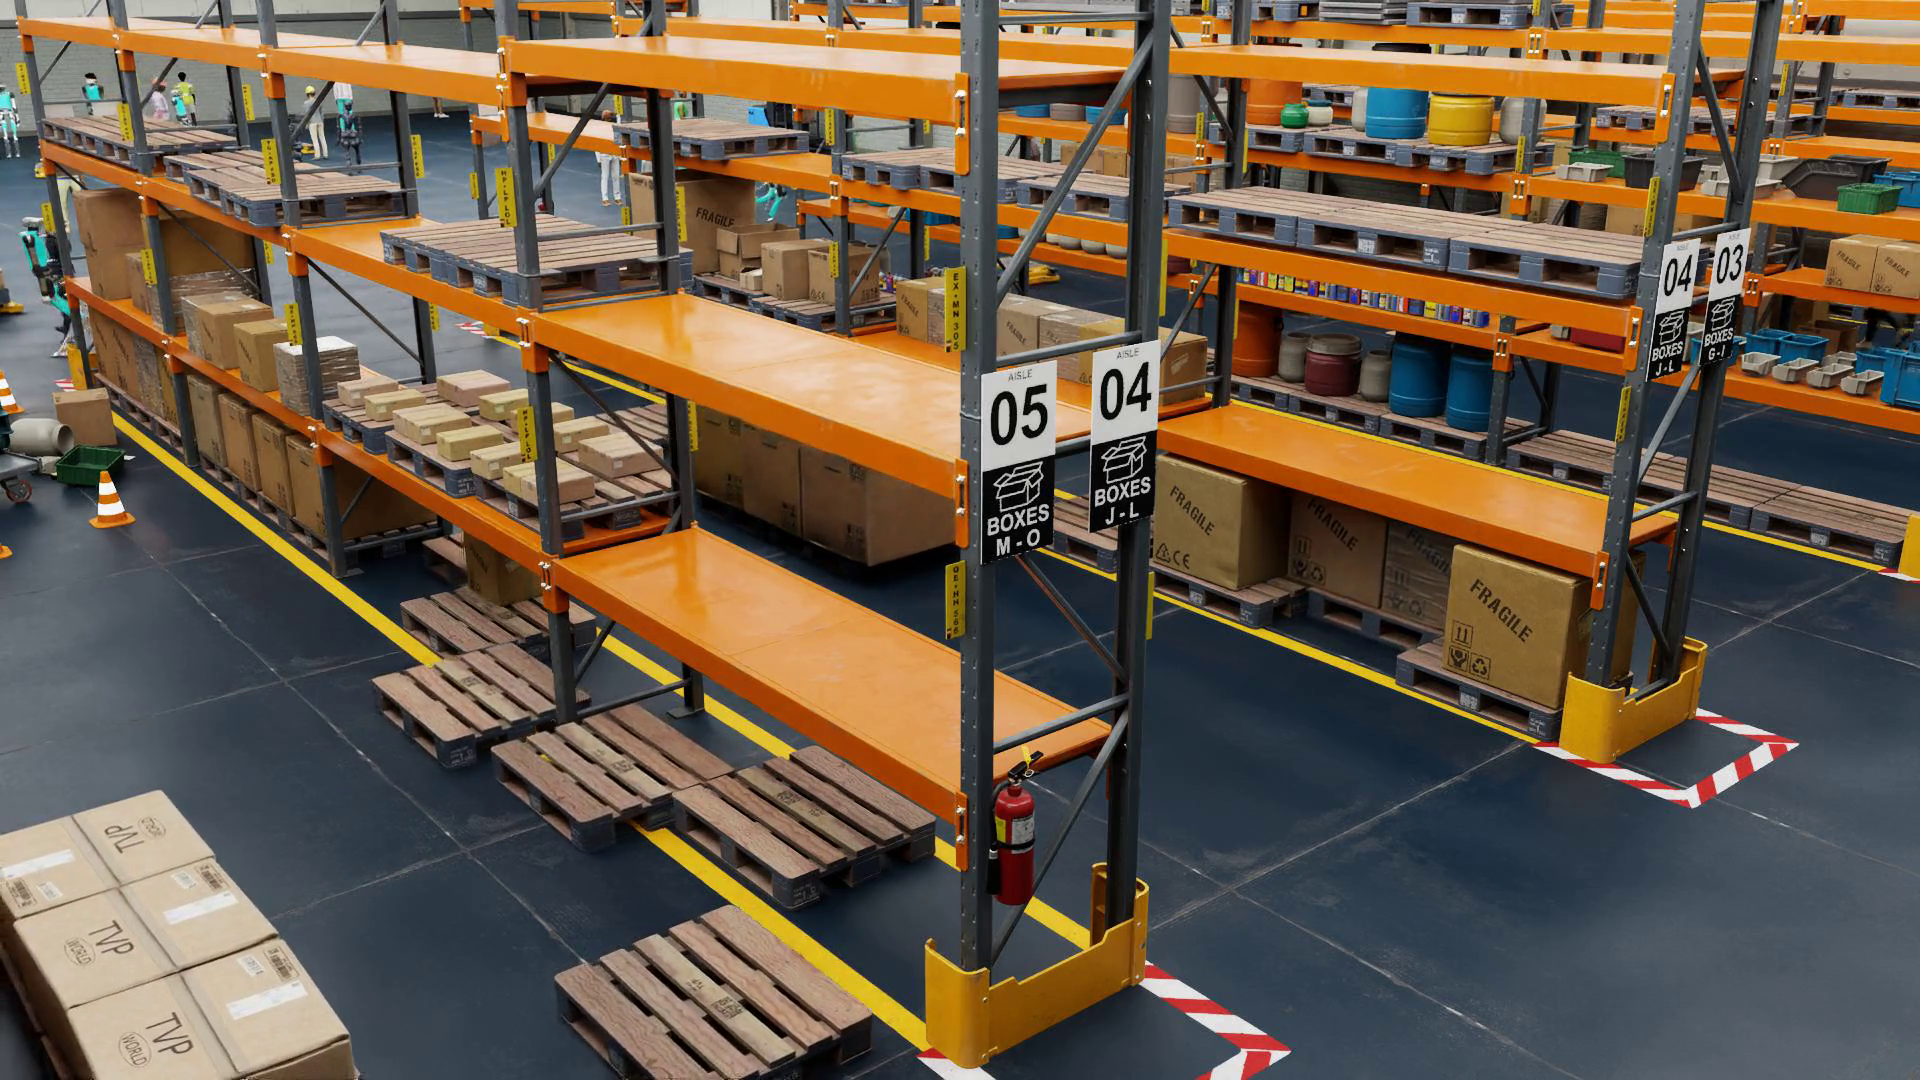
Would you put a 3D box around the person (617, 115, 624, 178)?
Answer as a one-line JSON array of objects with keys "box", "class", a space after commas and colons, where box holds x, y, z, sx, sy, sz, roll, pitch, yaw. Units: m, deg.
[{"box": [-7.572, -9.138, 37.505, 0.377, 1.888, 0.572, 4, 20, 12], "class": "person"}]

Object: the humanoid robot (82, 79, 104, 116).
[{"box": [-22.772, -11.362, 44.151, 0.546, 1.759, 0.998, -1, 19, -4], "class": "humanoid robot"}]

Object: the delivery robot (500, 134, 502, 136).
[{"box": [-13.055, -11.557, 46.425, 0.499, 0.614, 0.815, -12, 23, -31], "class": "delivery robot"}]

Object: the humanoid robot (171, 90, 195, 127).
[{"box": [-18.313, -9.791, 39.675, 0.732, 1.846, 0.543, -2, 19, -6], "class": "humanoid robot"}]

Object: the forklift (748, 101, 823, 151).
[{"box": [-4.526, -11.368, 42.374, 1.129, 2.768, 1.873, -15, 24, -37], "class": "forklift"}]

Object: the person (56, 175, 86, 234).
[{"box": [-16.060, -6.476, 29.921, 0.543, 1.890, 0.384, -13, 23, -32], "class": "person"}]

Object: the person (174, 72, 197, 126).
[{"box": [-21.722, -12.265, 46.684, 0.530, 1.697, 0.321, -11, 22, -28], "class": "person"}]

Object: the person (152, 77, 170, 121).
[{"box": [-19.353, -10.167, 40.238, 0.844, 2.010, 0.610, -6, 20, -17], "class": "person"}]

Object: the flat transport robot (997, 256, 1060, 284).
[{"box": [0.855, -4.196, 25.879, 0.659, 0.231, 1.431, -13, 23, -33], "class": "flat transport robot"}]

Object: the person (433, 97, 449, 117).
[{"box": [-16.203, -14.054, 51.509, 0.498, 1.878, 0.401, 16, 25, 38], "class": "person"}]

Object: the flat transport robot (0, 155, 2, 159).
[{"box": [-24.062, -9.236, 40.223, 1.431, 0.231, 0.659, -5, 20, -14], "class": "flat transport robot"}]

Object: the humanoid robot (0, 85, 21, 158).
[{"box": [-23.562, -10.316, 41.072, 0.565, 1.749, 0.857, -7, 20, -18], "class": "humanoid robot"}]

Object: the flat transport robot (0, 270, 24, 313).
[{"box": [-13.858, -3.190, 23.015, 0.659, 0.231, 1.431, 16, 25, 38], "class": "flat transport robot"}]

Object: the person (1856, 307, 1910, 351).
[{"box": [11.651, -3.188, 20.867, 0.538, 1.686, 0.535, -17, 26, -40], "class": "person"}]

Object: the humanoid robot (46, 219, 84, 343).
[{"box": [-11.561, -3.350, 21.340, 0.413, 1.639, 0.590, -3, 20, -8], "class": "humanoid robot"}]

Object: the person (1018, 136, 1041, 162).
[{"box": [1.269, -6.642, 30.598, 0.541, 1.757, 0.414, -11, 22, -29], "class": "person"}]

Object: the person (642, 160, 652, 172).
[{"box": [-5.225, -5.946, 28.322, 0.374, 1.957, 0.606, -3, 20, -7], "class": "person"}]

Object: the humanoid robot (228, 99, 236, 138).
[{"box": [-16.708, -9.378, 38.508, 0.343, 1.648, 0.602, 2, 19, 5], "class": "humanoid robot"}]

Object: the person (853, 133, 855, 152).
[{"box": [-2.188, -7.530, 33.221, 0.956, 1.690, 0.458, 1, 19, 2], "class": "person"}]

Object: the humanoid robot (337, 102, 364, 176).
[{"box": [-13.933, -9.169, 37.968, 0.602, 1.630, 0.770, -3, 20, -8], "class": "humanoid robot"}]

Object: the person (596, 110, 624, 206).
[{"box": [-7.002, -7.632, 33.241, 0.565, 1.878, 0.353, -14, 24, -35], "class": "person"}]

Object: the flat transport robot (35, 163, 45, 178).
[{"box": [-20.721, -8.436, 37.944, 0.659, 0.231, 1.431, -10, 21, -25], "class": "flat transport robot"}]

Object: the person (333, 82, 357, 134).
[{"box": [-17.298, -12.371, 46.665, 0.492, 1.915, 0.362, -1, 19, -2], "class": "person"}]

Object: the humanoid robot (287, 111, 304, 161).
[{"box": [-14.134, -8.268, 35.358, 0.452, 1.645, 0.587, -3, 20, -8], "class": "humanoid robot"}]

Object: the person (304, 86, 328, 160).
[{"box": [-15.782, -10.184, 40.659, 0.327, 1.767, 0.529, 11, 22, 28], "class": "person"}]

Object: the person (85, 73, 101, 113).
[{"box": [-23.111, -11.509, 44.353, 0.839, 1.821, 0.761, -6, 20, -17], "class": "person"}]

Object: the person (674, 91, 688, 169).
[{"box": [-6.380, -9.411, 38.145, 0.405, 1.980, 0.482, -6, 20, -18], "class": "person"}]

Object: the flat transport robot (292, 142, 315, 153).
[{"box": [-16.942, -9.963, 42.291, 0.659, 0.231, 1.431, -14, 24, -35], "class": "flat transport robot"}]

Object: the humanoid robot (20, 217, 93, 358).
[{"box": [-11.042, -3.096, 20.634, 0.873, 1.840, 0.562, -7, 20, -19], "class": "humanoid robot"}]

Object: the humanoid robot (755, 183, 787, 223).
[{"box": [-3.420, -6.108, 29.189, 1.019, 1.781, 0.531, -15, 24, -37], "class": "humanoid robot"}]
